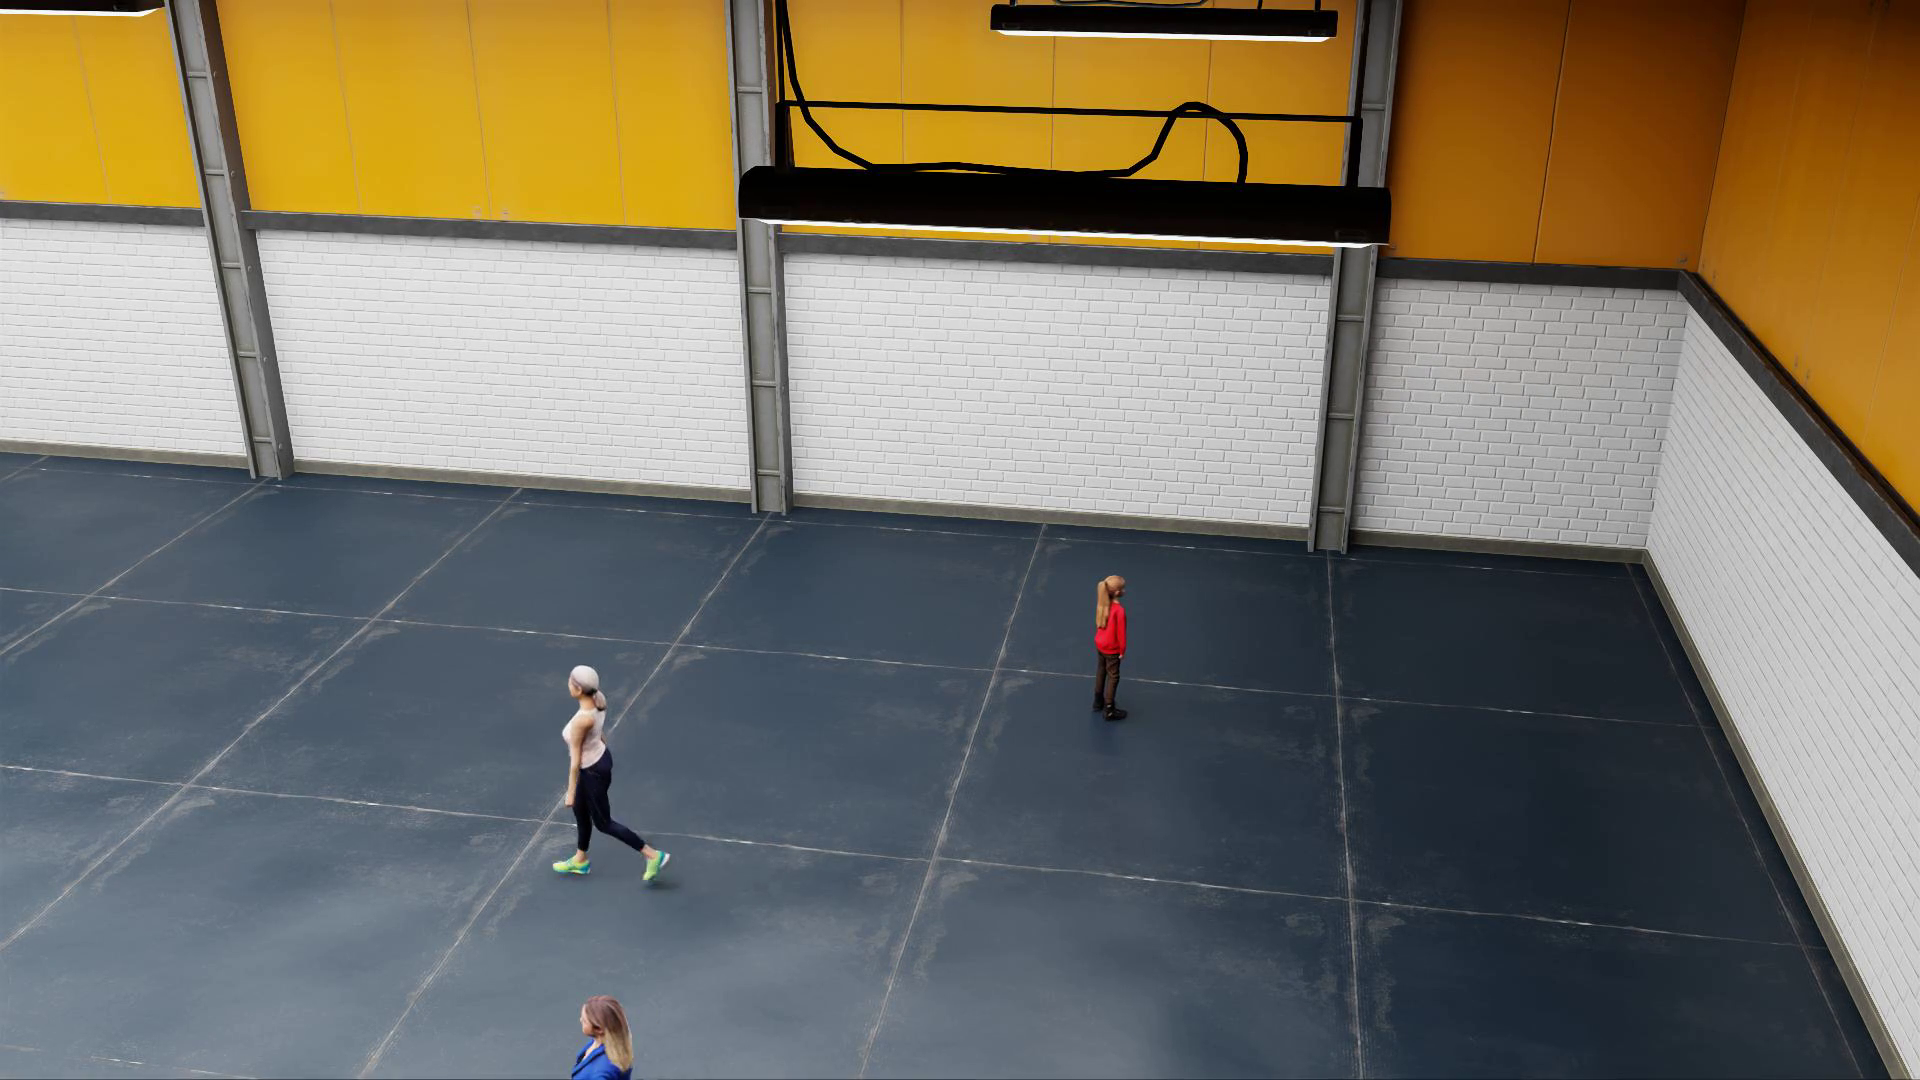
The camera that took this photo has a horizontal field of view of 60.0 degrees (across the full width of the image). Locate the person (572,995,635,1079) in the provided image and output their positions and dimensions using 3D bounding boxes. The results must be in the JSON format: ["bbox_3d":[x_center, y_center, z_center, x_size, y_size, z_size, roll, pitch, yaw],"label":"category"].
[{"bbox_3d":[-1.689,3.026,8.528,0.768,1.694,0.693,1,24,1],"label":"person"}]

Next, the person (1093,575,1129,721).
[{"bbox_3d":[1.260,0.884,13.944,0.613,1.282,0.566,-11,26,-24],"label":"person"}]

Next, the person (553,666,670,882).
[{"bbox_3d":[-2.487,1.675,11.638,1.135,1.680,0.703,1,24,2],"label":"person"}]
